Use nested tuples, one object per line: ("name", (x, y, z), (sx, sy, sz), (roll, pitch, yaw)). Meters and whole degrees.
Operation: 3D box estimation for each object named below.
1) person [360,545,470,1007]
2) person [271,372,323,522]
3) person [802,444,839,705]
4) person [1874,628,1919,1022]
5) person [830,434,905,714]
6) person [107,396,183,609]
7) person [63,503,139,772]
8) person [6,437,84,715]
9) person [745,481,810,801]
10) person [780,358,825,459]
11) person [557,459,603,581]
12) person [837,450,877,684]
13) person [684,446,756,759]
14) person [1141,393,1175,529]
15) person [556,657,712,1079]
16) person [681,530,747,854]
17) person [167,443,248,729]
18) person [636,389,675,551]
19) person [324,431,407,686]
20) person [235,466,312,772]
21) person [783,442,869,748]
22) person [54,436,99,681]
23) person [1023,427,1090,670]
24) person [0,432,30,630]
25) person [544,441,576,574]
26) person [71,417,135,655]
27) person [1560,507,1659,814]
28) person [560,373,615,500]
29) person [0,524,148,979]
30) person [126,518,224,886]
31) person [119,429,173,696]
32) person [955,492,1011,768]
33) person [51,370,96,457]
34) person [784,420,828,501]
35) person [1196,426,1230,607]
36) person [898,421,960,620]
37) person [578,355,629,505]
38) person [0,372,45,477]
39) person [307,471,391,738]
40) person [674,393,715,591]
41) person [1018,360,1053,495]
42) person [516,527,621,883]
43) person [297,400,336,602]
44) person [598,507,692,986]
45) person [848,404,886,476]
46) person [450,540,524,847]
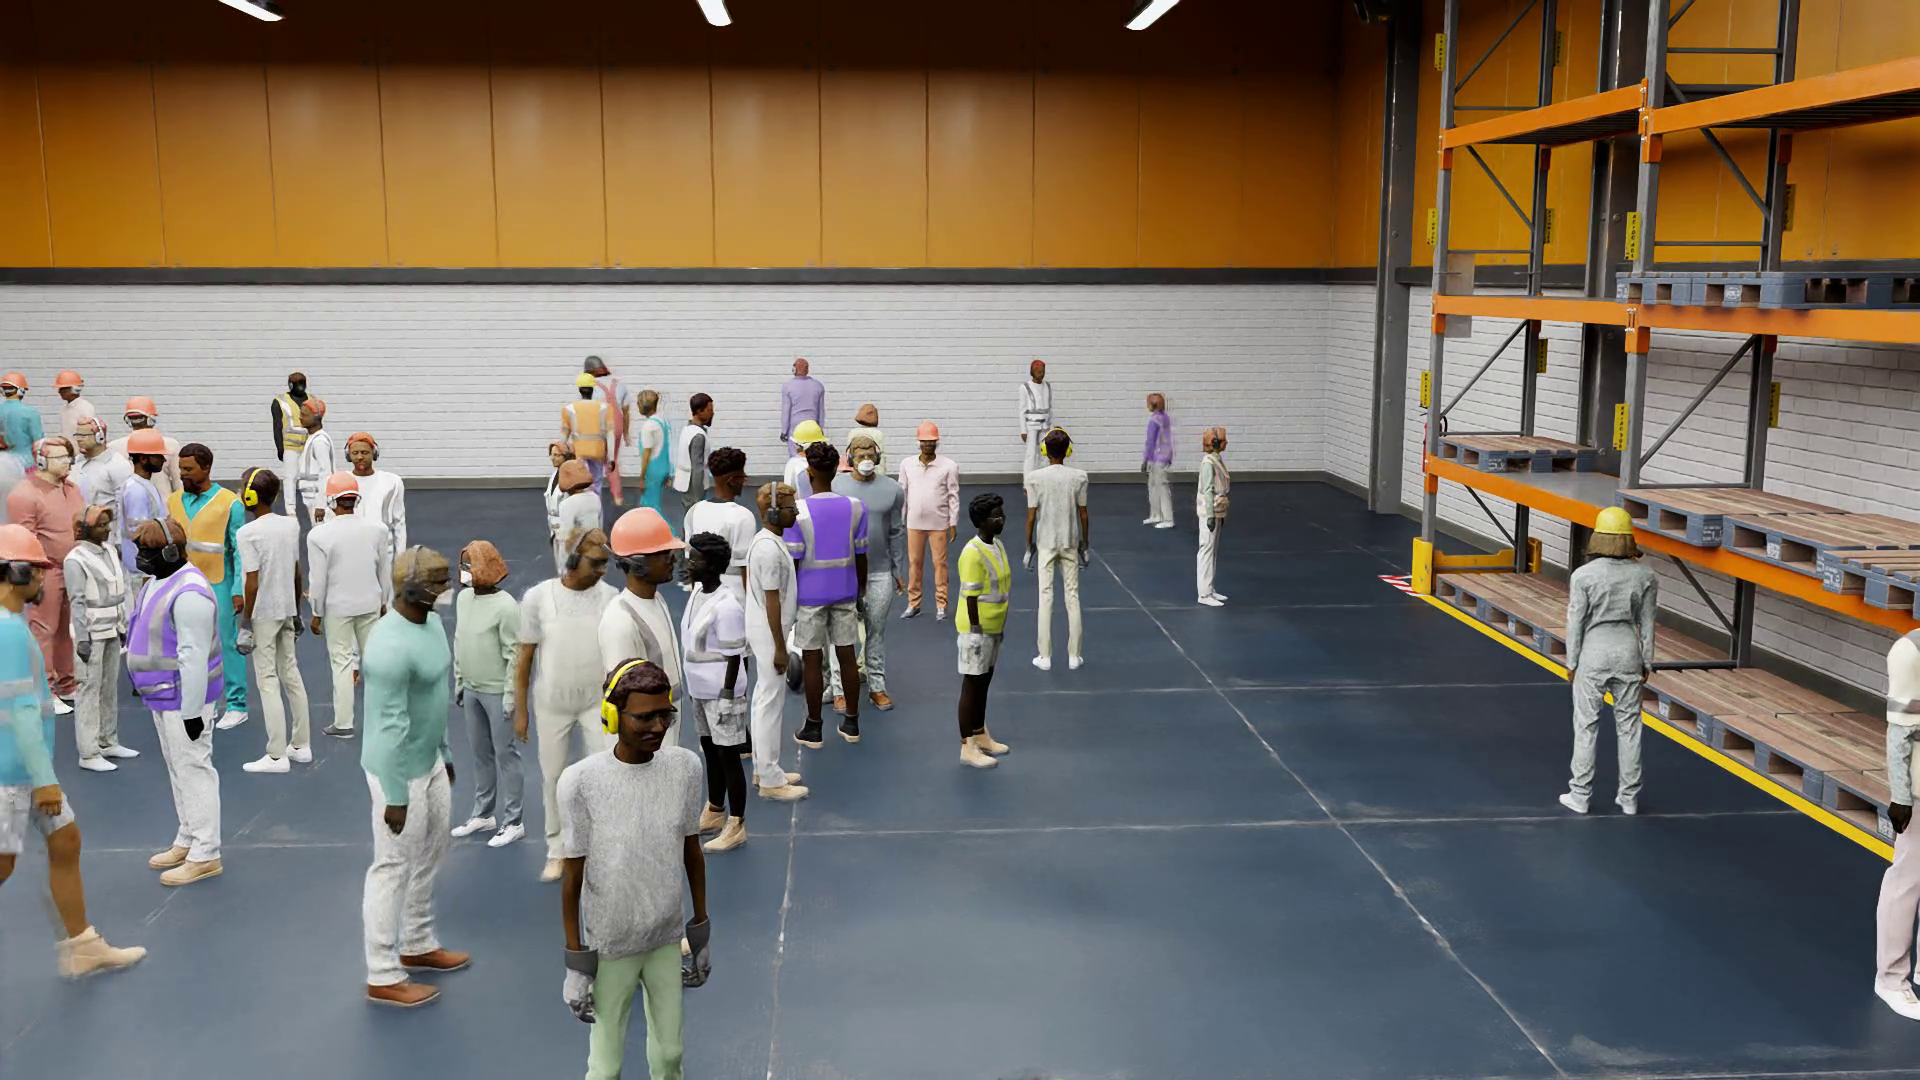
("person", (-2.283, 0.972, 6.947), (0.402, 1.928, 0.634), (-1, 9, -3))
("person", (-8.103, -1.141, 20.441), (0.429, 1.846, 0.626), (9, 12, 43))
("person", (-0.917, 0.236, 11.787), (0.390, 1.846, 0.565), (-2, 9, -11))
("person", (4.040, 0.989, 6.804), (0.585, 1.928, 0.365), (-3, 10, -20))
("person", (-0.674, 0.230, 11.531), (0.627, 1.940, 0.370), (-3, 10, -20))
("person", (-7.003, -0.243, 14.348), (0.622, 1.986, 0.398), (-5, 10, -27))
("person", (-5.292, 0.589, 10.220), (0.310, 1.638, 0.523), (0, 9, -2))
("person", (-6.269, 0.237, 11.577), (0.402, 1.913, 0.639), (1, 9, 7))
("person", (-1.073, 0.578, 9.641), (0.351, 1.847, 0.507), (-2, 9, -10))
("person", (-2.152, -1.513, 22.577), (0.652, 1.906, 0.404), (-6, 11, -31))
("person", (-2.870, 0.197, 12.737), (0.370, 1.627, 0.521), (4, 10, 23))
("person", (-0.752, 0.193, 12.344), (0.327, 1.752, 0.563), (-1, 9, -4))
("person", (-1.469, 0.388, 10.452), (0.608, 1.966, 0.374), (8, 12, 42))
("person", (2.341, -0.946, 19.877), (0.589, 1.614, 0.555), (5, 10, 27))
("person", (-1.005, 1.278, 5.210), (0.511, 1.860, 0.332), (-7, 11, -36))
("person", (-1.299, 0.791, 8.764), (0.321, 1.697, 0.530), (-5, 10, -30))
("person", (-5.031, 0.302, 11.142), (0.598, 1.917, 0.378), (3, 9, 17))
("person", (-3.268, -0.680, 17.586), (0.403, 1.830, 0.530), (1, 9, 7))
("person", (-4.376, 0.141, 12.267), (0.573, 1.883, 0.354), (-3, 10, -19))
("person", (-4.215, 0.484, 10.142), (0.312, 1.874, 0.538), (3, 9, 17))
("person", (-0.872, 0.351, 10.688), (0.614, 1.963, 0.362), (-5, 10, -29))
("person", (-6.665, 0.137, 12.465), (0.347, 1.834, 0.518), (3, 10, 19))
("person", (0.743, 0.067, 12.770), (0.519, 1.874, 0.326), (-1, 9, -3))
("person", (-7.212, 0.037, 12.428), (0.542, 2.000, 0.697), (-3, 10, -19))
("person", (-3.327, -0.027, 14.065), (0.310, 1.644, 0.522), (-7, 11, -38))
("person", (-6.870, -0.029, 13.261), (0.643, 1.909, 0.410), (4, 10, 23))
("person", (3.652, 0.676, 9.372), (0.485, 1.736, 0.324), (1, 9, 4))
("person", (-4.385, -1.019, 19.568), (0.610, 1.870, 0.977), (-3, 9, -17))
("person", (-4.062, 0.945, 6.952), (0.979, 1.995, 0.651), (-5, 11, -31))
("person", (-3.924, 0.793, 8.339), (0.429, 1.837, 0.624), (-7, 11, -38))
("person", (-5.836, 0.159, 12.014), (0.379, 1.928, 0.542), (-3, 10, -20))
("person", (0.147, 0.544, 10.318), (0.322, 1.697, 0.534), (3, 10, 20))
("person", (-9.742, -0.881, 18.382), (0.621, 1.984, 0.428), (7, 11, 37))
("person", (-1.249, -0.073, 13.765), (0.404, 1.835, 0.586), (-3, 10, -19))
("person", (2.324, -0.221, 15.296), (0.308, 1.642, 0.511), (3, 9, 16))
("person", (-0.289, -0.171, 14.613), (0.573, 1.755, 0.319), (2, 9, 14))
("person", (-4.671, -1.421, 21.579), (0.535, 2.000, 0.716), (8, 12, 41))
("person", (-10.118, -0.811, 17.908), (0.610, 1.990, 0.390), (0, 9, 1))
("person", (-4.015, 0.418, 10.929), (0.329, 1.751, 0.563), (8, 12, 40))
("person", (-2.544, -0.460, 15.998), (0.401, 1.905, 0.604), (-3, 9, -16))
("person", (1.049, -1.538, 22.845), (0.584, 1.877, 0.356), (-7, 12, -39))
("person", (-1.927, 0.822, 8.244), (0.558, 1.807, 0.459), (-4, 10, -22))
("person", (-5.951, -0.357, 15.411), (0.358, 1.882, 0.587), (-4, 10, -25))
("person", (-1.331, 0.876, 7.135), (0.365, 2.048, 0.608), (0, 9, 1))
("person", (-1.003, -0.669, 18.129), (0.498, 1.633, 0.280), (7, 11, 38))
("person", (-2.521, 0.809, 8.856), (0.497, 1.633, 0.284), (7, 11, 36))
